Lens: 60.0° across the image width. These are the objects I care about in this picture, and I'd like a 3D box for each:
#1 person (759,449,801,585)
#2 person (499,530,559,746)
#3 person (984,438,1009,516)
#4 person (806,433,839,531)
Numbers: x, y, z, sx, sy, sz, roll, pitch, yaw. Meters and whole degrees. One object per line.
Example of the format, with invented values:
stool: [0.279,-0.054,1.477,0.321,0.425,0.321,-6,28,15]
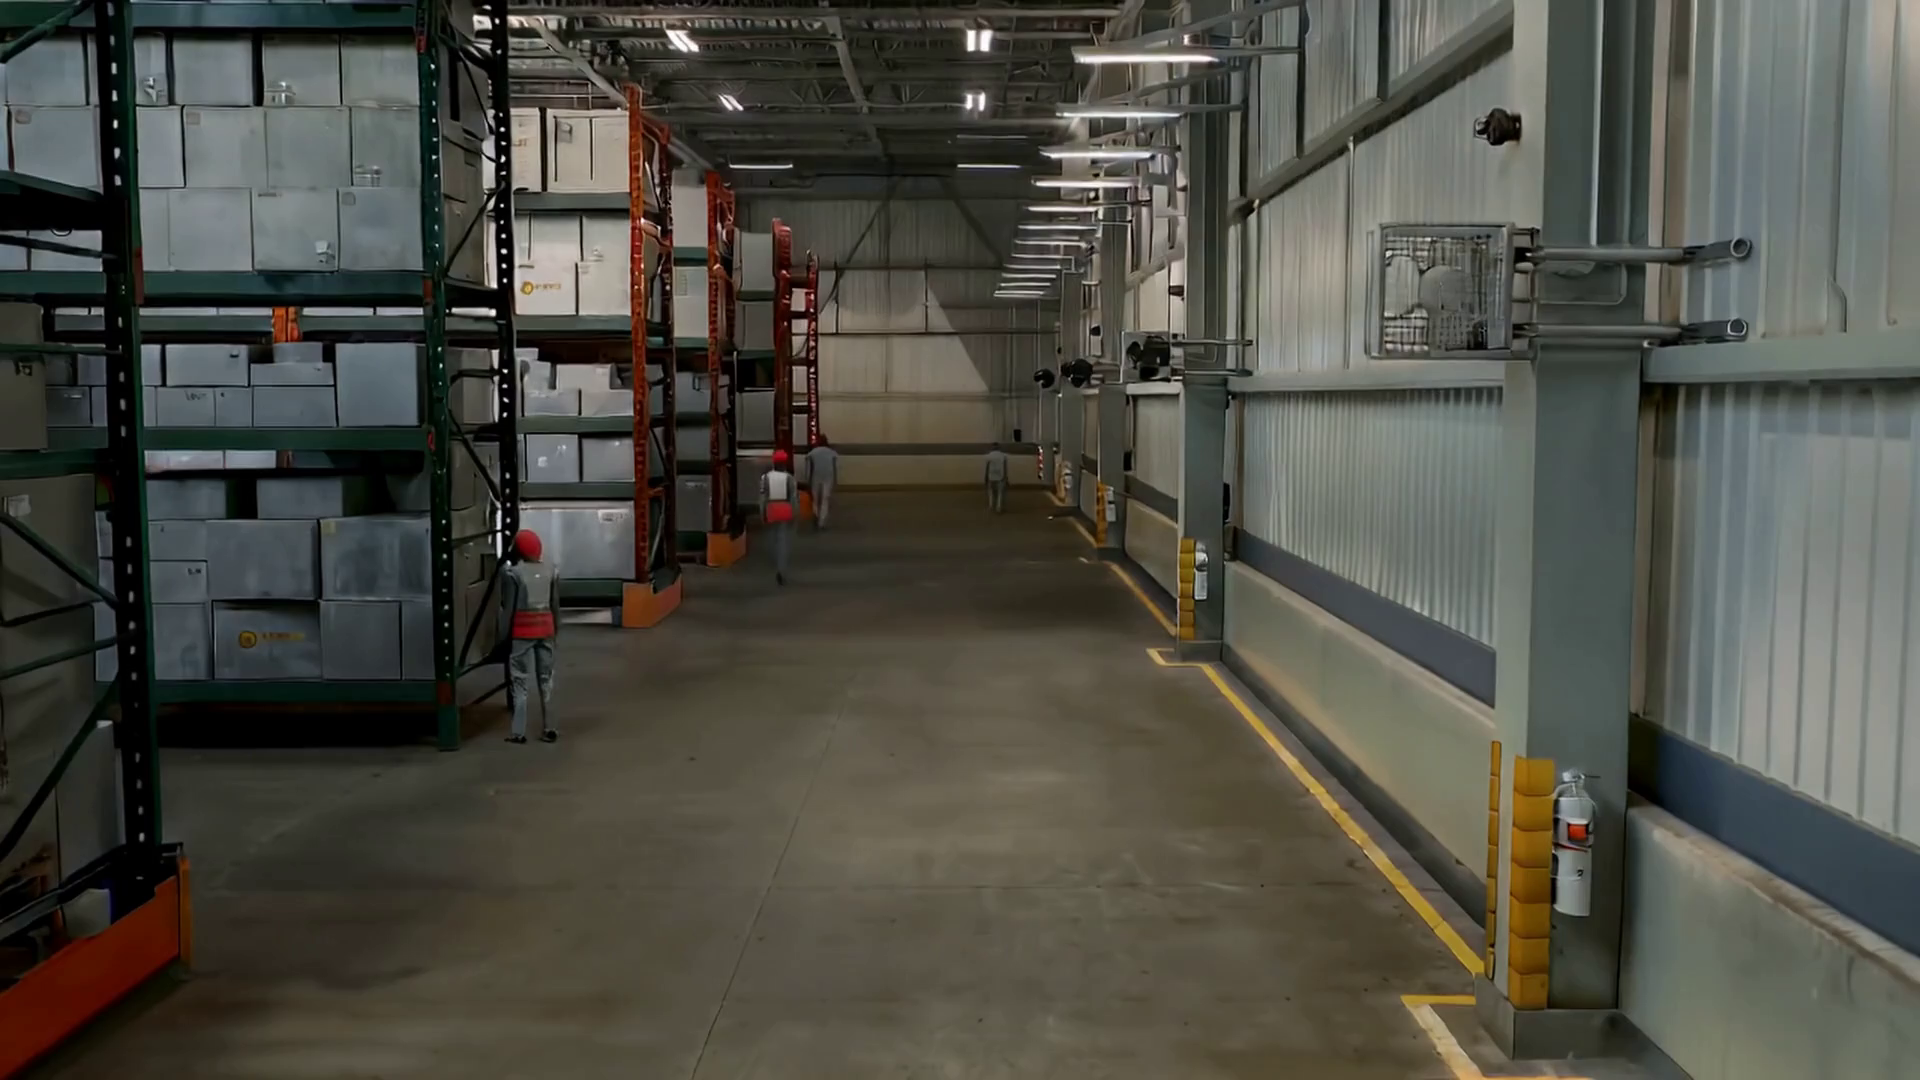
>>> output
person: [-2.539,-0.337,23.552,0.573,1.889,0.950,0,5,0]
person: [-3.236,0.736,12.544,0.317,1.631,0.518,4,6,40]
person: [0.805,-1.395,36.839,0.562,1.716,0.822,0,5,0]
person: [-2.708,-1.150,32.912,0.647,1.902,0.882,0,5,-3]
